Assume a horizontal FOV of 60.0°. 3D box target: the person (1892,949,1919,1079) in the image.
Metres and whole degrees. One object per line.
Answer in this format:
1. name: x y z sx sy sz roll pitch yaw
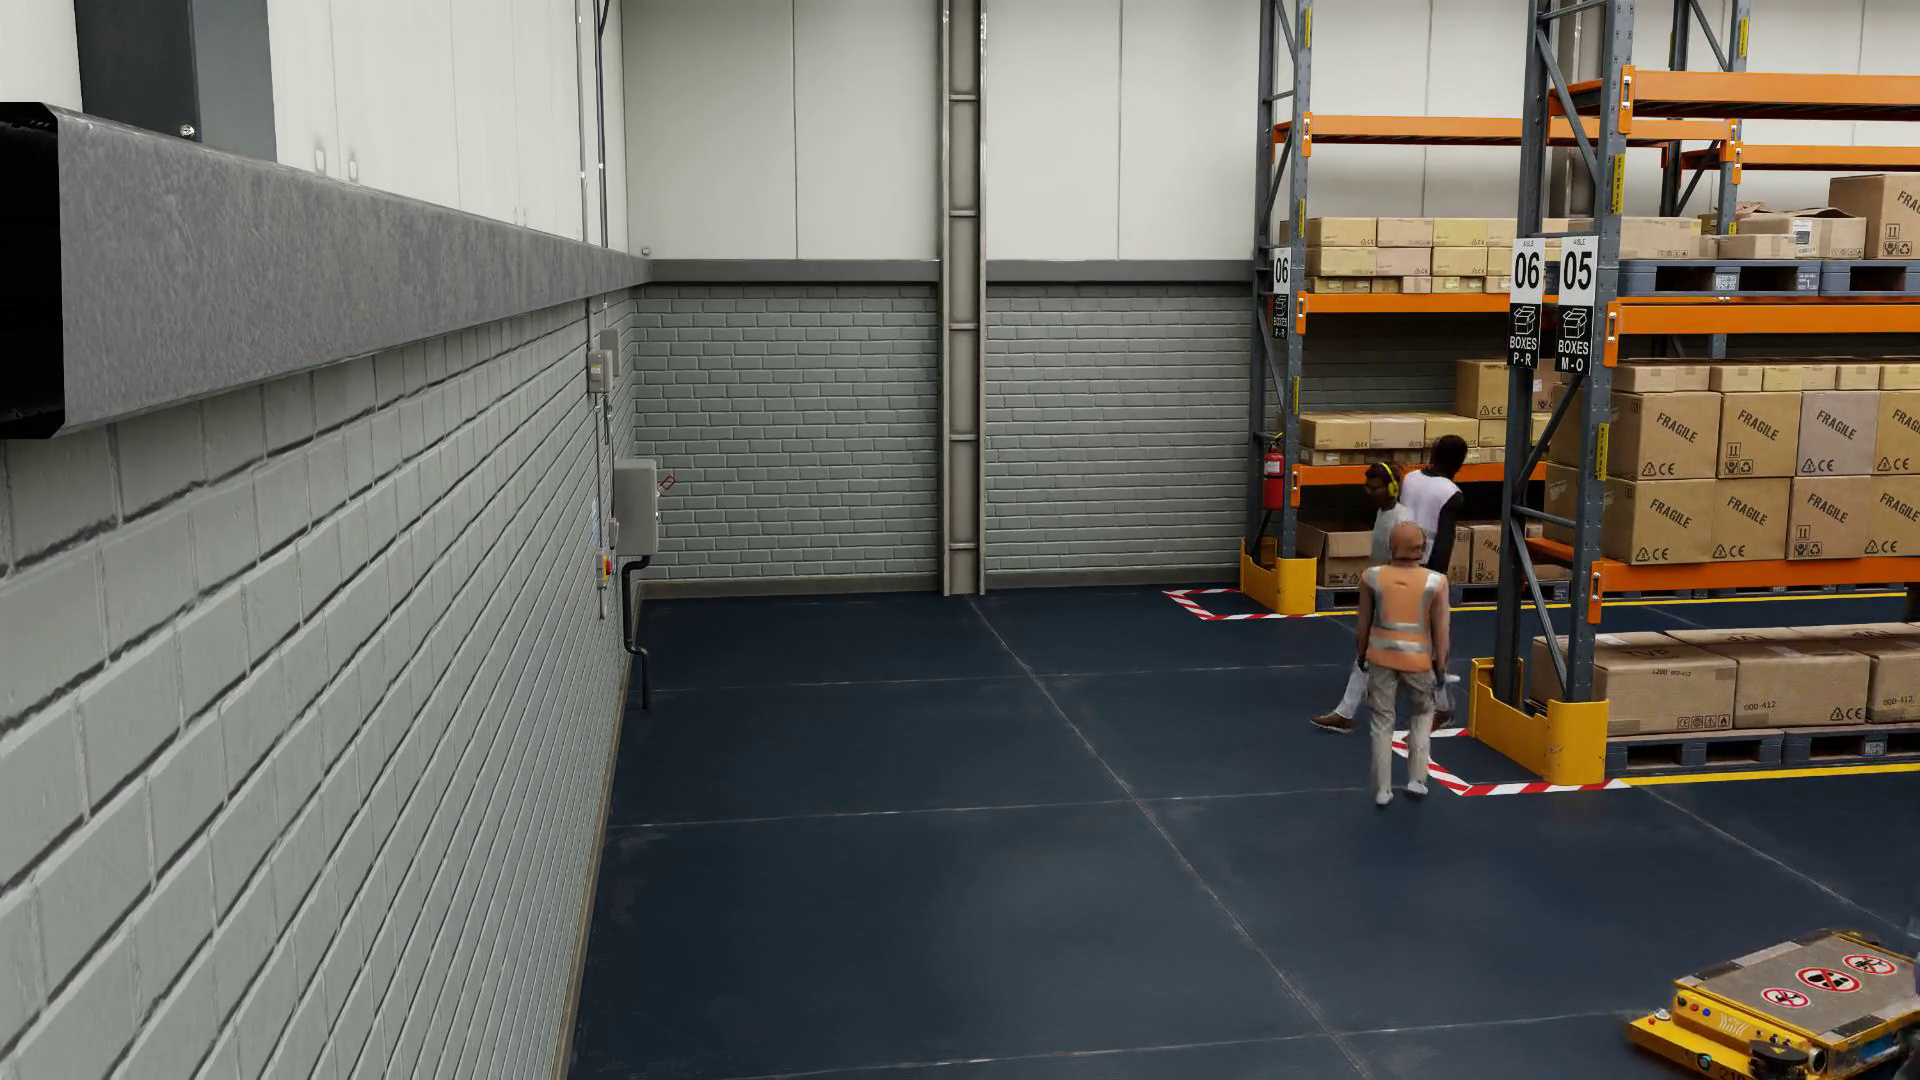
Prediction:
1. person: 2.941 1.316 4.920 0.941 1.878 0.604 5 10 28

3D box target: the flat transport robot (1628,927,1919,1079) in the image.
1. flat transport robot: 3.378 1.845 6.559 1.431 0.197 0.652 -6 11 -31

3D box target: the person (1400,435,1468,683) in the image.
1. person: 3.273 0.168 11.988 0.866 1.871 0.644 -5 10 -27

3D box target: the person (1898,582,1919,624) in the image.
1. person: 7.397 -0.042 12.903 1.041 1.989 0.618 -3 10 -20

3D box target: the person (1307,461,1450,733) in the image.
1. person: 2.825 0.389 10.850 1.011 1.809 0.538 -2 9 -12

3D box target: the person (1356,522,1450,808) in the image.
1. person: 2.509 0.699 9.459 0.527 1.619 0.501 4 10 21
